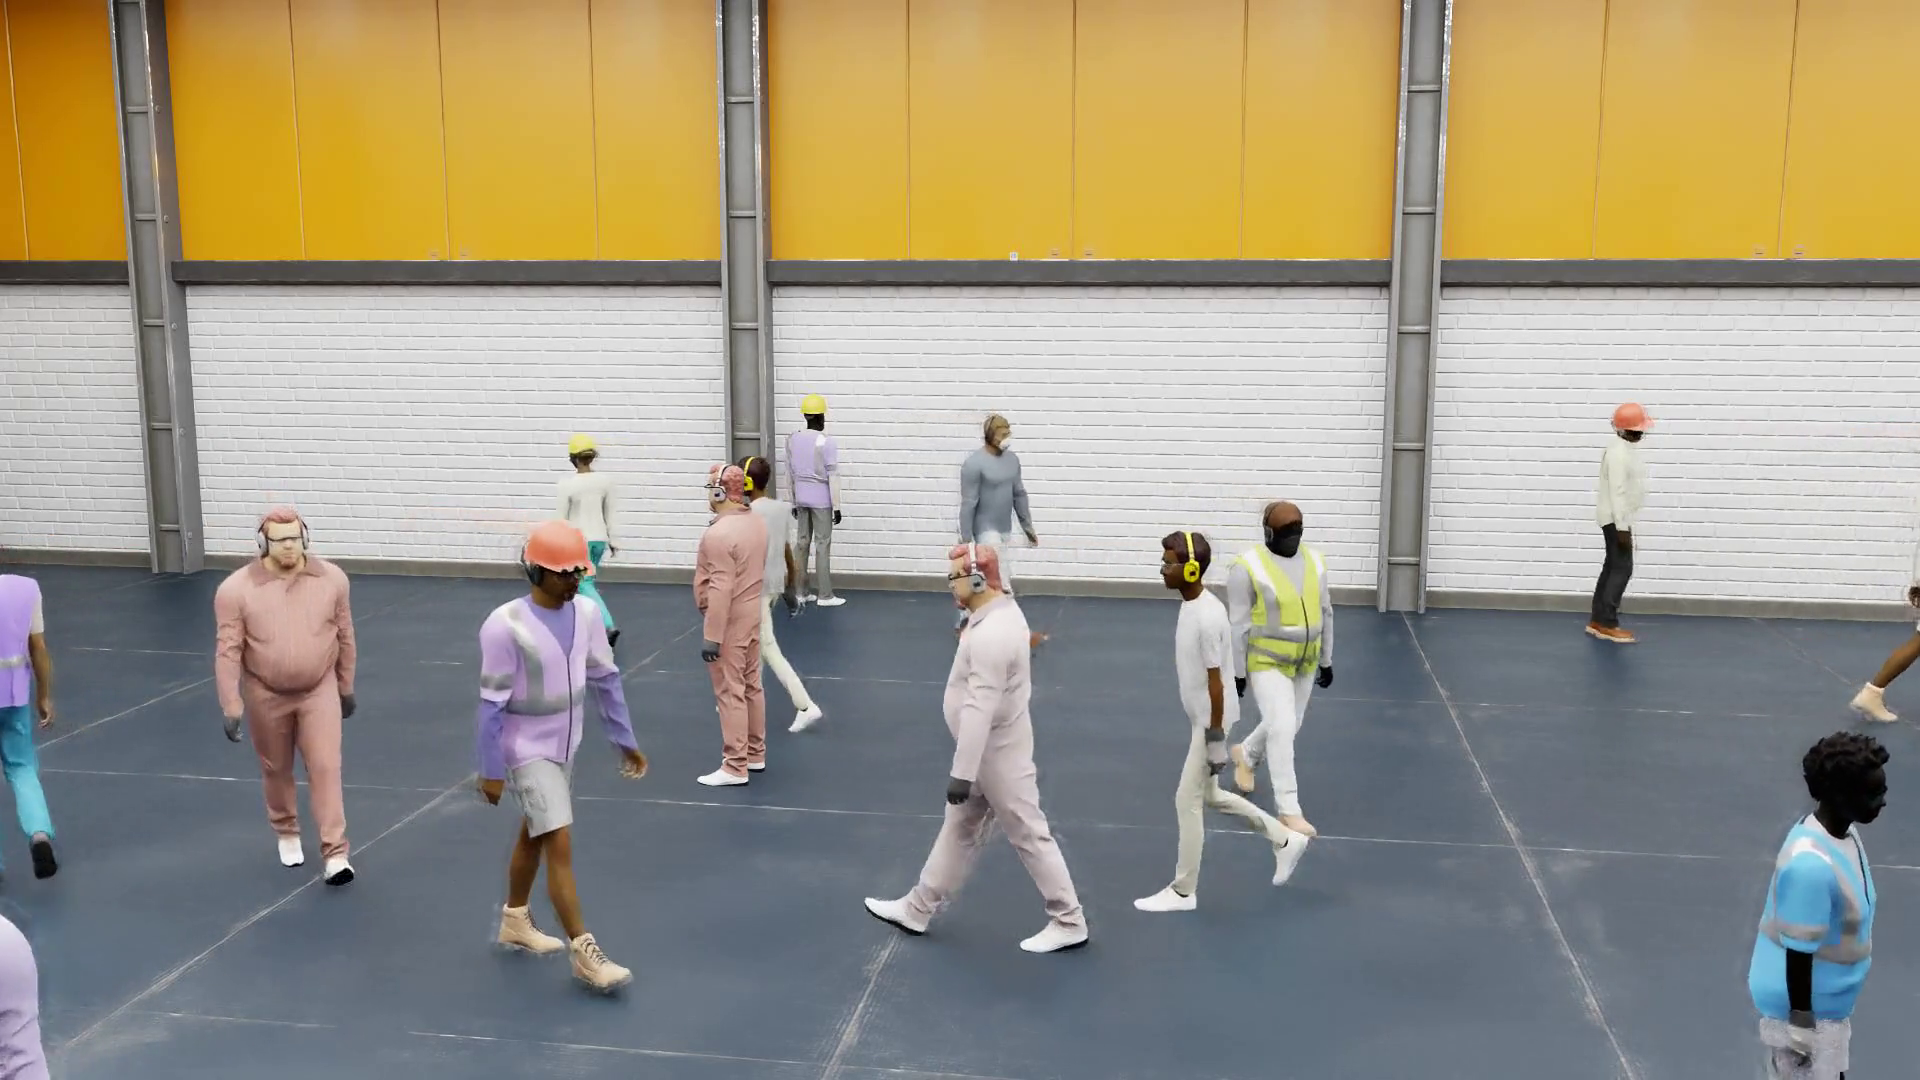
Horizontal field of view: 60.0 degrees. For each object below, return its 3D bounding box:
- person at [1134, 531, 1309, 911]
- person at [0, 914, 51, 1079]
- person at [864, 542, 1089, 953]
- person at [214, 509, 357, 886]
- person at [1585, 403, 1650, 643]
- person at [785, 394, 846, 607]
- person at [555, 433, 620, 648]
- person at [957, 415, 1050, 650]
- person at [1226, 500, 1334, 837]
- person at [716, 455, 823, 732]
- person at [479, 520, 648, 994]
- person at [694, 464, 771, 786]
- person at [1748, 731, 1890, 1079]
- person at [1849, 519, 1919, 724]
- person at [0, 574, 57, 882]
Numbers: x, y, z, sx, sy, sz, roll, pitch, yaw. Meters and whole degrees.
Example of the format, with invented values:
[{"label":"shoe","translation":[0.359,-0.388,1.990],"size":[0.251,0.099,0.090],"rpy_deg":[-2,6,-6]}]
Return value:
[{"label":"person","translation":[1.252,0.856,7.858],"size":[0.781,1.842,0.537],"rpy_deg":[0,9,-2]},{"label":"person","translation":[-2.500,1.483,3.972],"size":[0.680,1.851,1.030],"rpy_deg":[2,9,14]},{"label":"person","translation":[0.104,0.929,7.394],"size":[1.039,1.842,0.662],"rpy_deg":[0,9,1]},{"label":"person","translation":[-3.290,0.782,8.200],"size":[0.670,1.858,0.982],"rpy_deg":[-5,10,-28]},{"label":"person","translation":[5.418,-0.137,13.679],"size":[0.362,1.971,0.654],"rpy_deg":[4,10,21]},{"label":"person","translation":[-1.310,-0.355,15.029],"size":[0.587,1.930,0.363],"rpy_deg":[6,11,33]},{"label":"person","translation":[-2.982,0.004,13.401],"size":[0.845,1.736,0.524],"rpy_deg":[9,13,43]},{"label":"person","translation":[0.337,-0.049,13.247],"size":[1.005,1.885,0.653],"rpy_deg":[7,12,37]},{"label":"person","translation":[1.729,0.656,9.211],"size":[0.627,1.811,0.851],"rpy_deg":[-5,10,-28]},{"label":"person","translation":[-1.281,0.350,11.016],"size":[0.946,1.831,0.529],"rpy_deg":[6,11,35]},{"label":"person","translation":[-1.675,0.899,7.096],"size":[0.980,1.986,0.646],"rpy_deg":[5,11,29]},{"label":"person","translation":[-1.368,0.498,9.840],"size":[0.407,1.906,0.654],"rpy_deg":[3,10,16]},{"label":"person","translation":[2.522,1.380,5.107],"size":[0.558,1.681,0.533],"rpy_deg":[7,11,36]},{"label":"person","translation":[6.495,0.263,11.036],"size":[1.047,1.999,0.627],"rpy_deg":[2,9,10]},{"label":"person","translation":[-4.726,0.814,8.110],"size":[0.605,1.833,0.579],"rpy_deg":[9,13,42]}]
